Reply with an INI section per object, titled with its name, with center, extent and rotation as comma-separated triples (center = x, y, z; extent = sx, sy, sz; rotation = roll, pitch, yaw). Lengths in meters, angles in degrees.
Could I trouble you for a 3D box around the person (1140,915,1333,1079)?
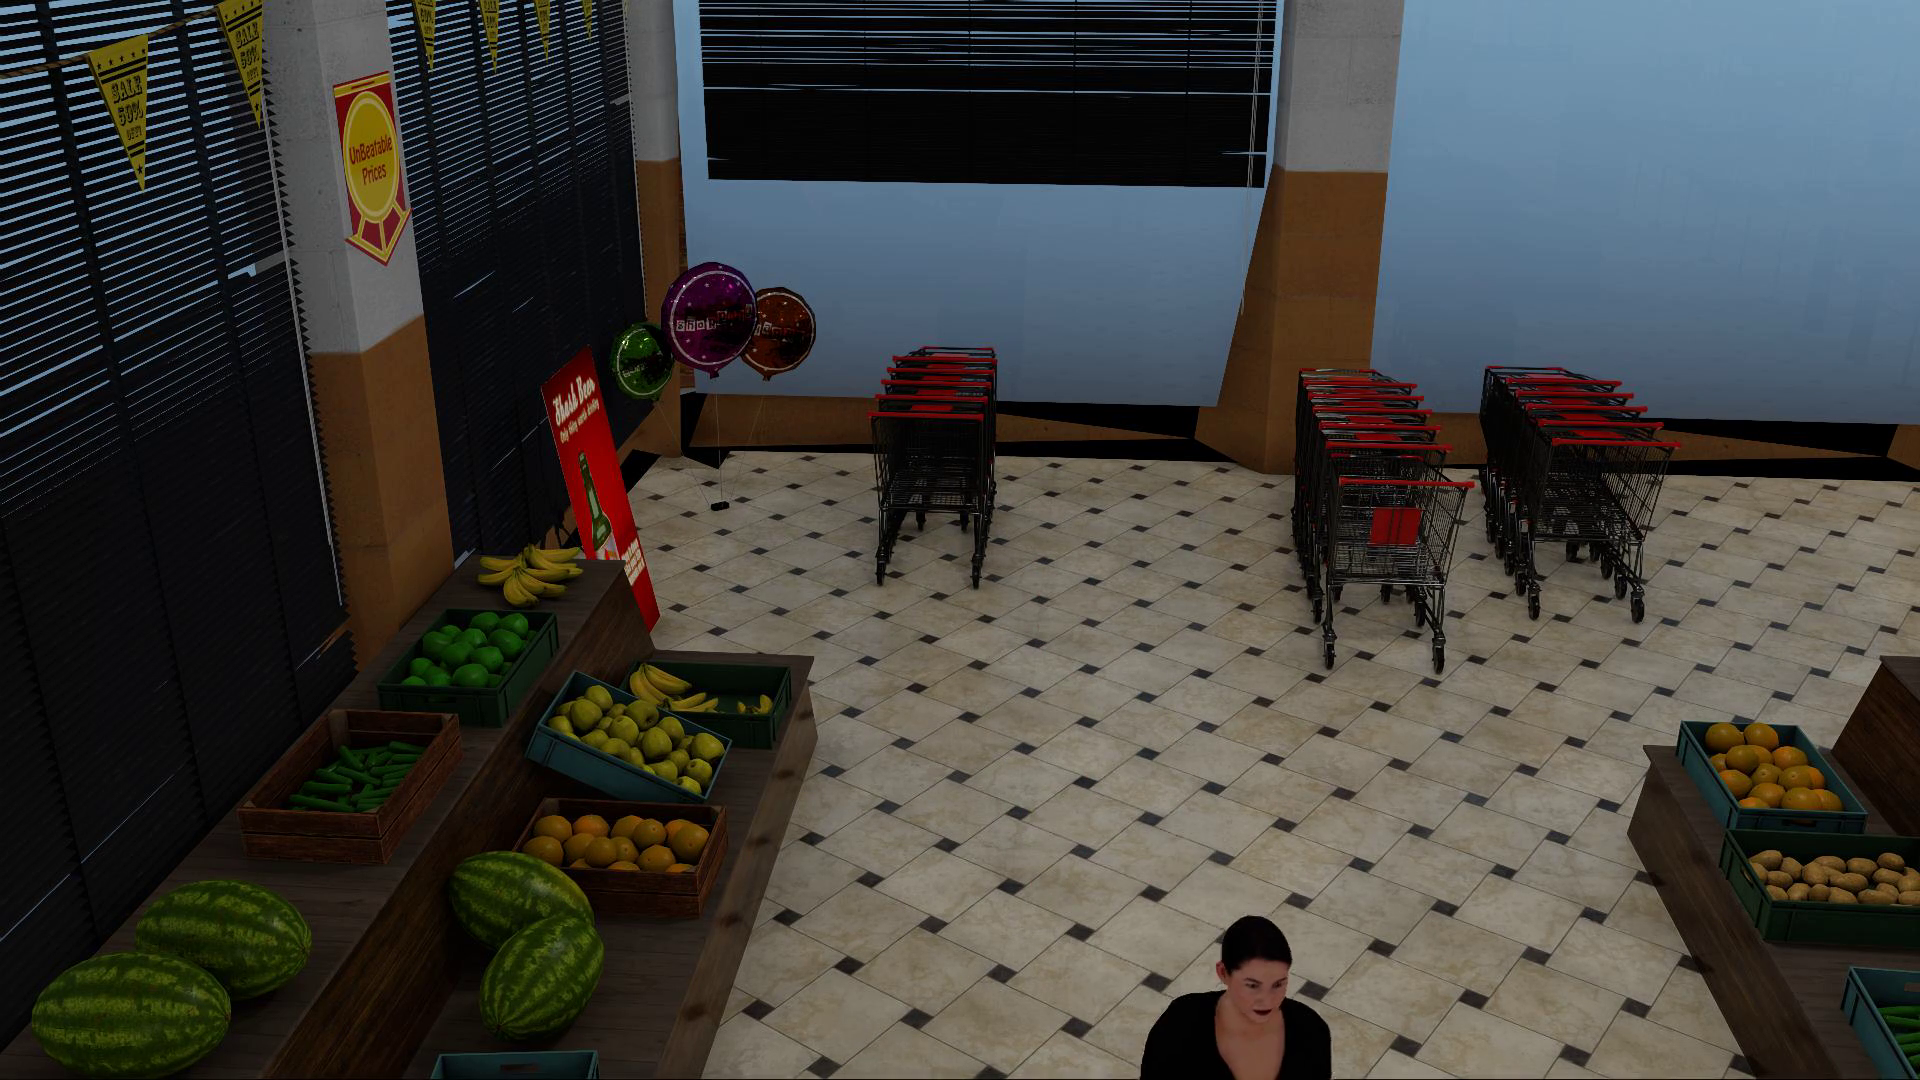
[person]
center = 0.698, 1.712, 4.525
extent = 0.721, 1.743, 0.754
rotation = -2, 22, -6
